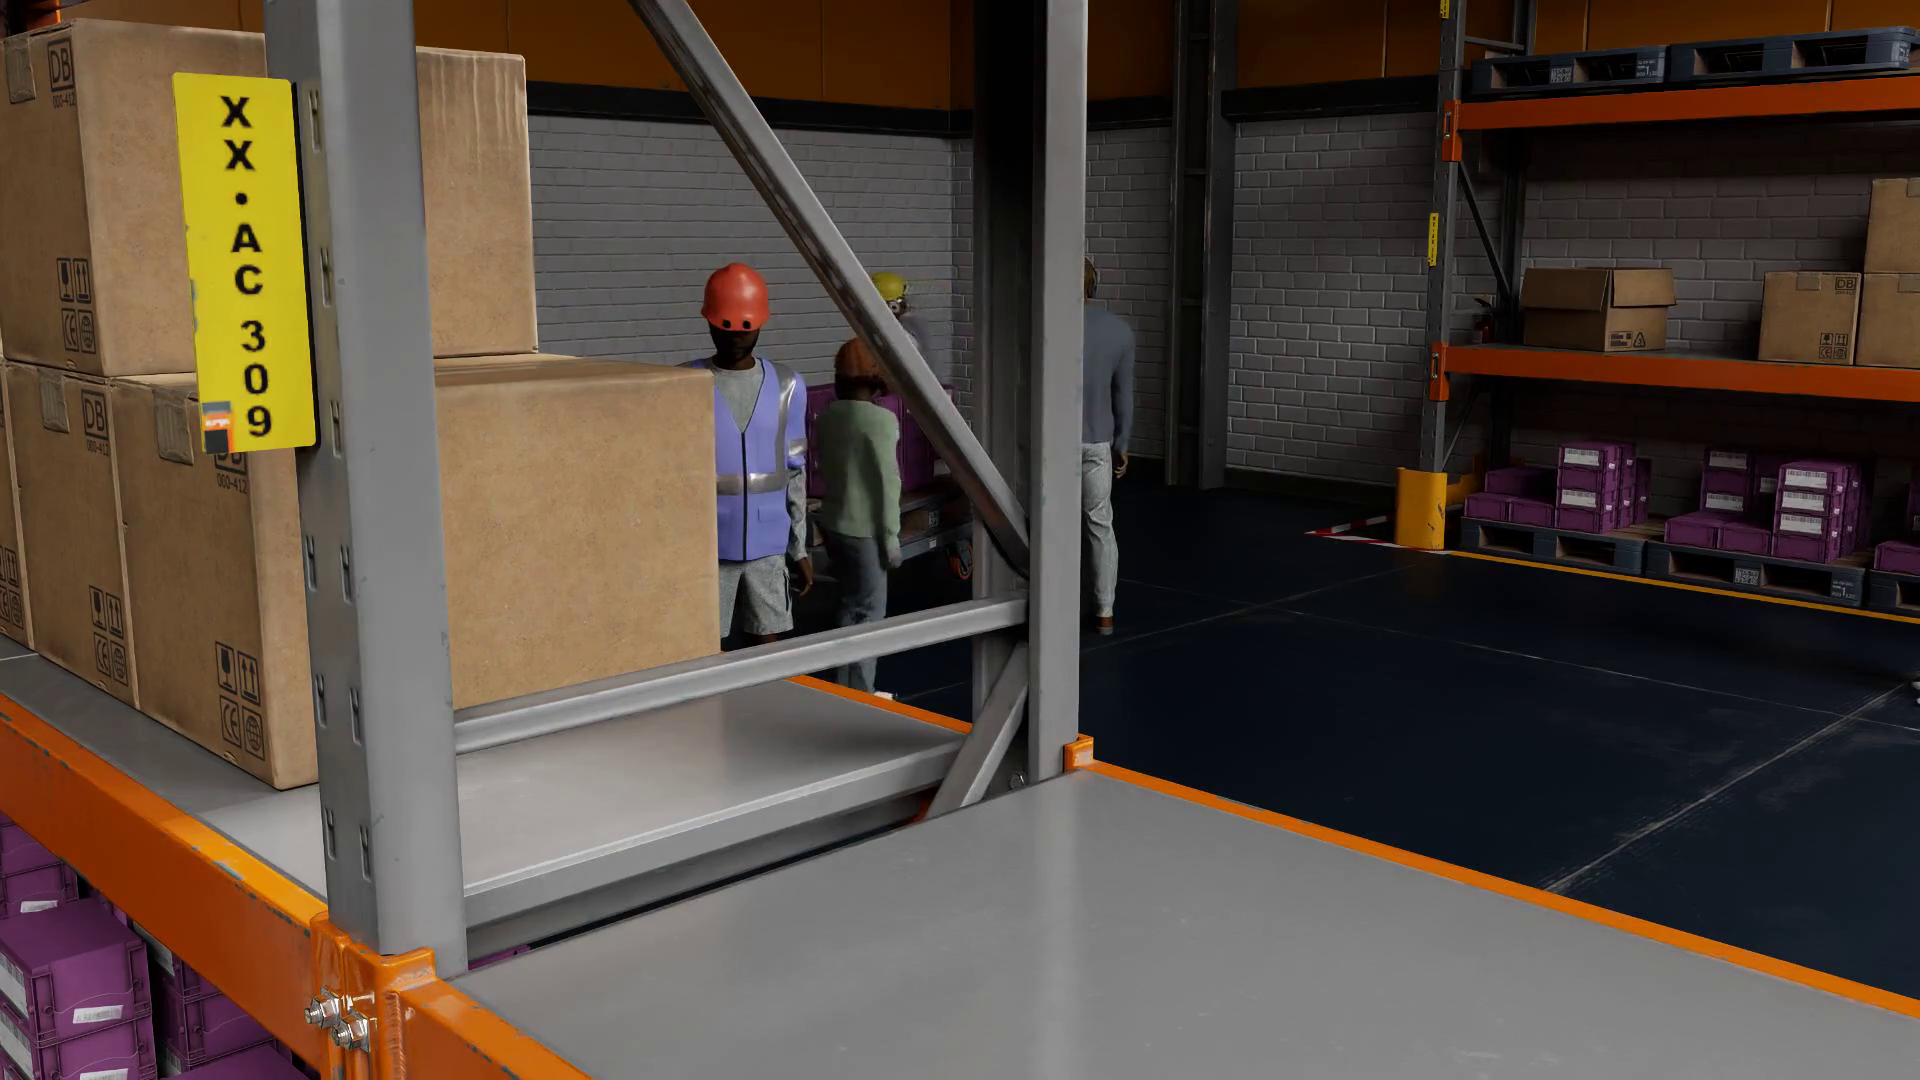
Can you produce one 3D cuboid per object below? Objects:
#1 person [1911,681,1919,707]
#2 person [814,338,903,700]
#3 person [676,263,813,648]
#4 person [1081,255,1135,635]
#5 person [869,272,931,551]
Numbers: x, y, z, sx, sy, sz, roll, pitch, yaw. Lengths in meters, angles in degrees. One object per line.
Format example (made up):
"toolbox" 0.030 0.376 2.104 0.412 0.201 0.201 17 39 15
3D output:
"person" 4.333 -0.220 7.092 0.394 1.921 0.589 5 12 25
"person" -0.384 -0.027 6.892 0.455 1.614 0.527 -8 13 -39
"person" -0.765 0.022 5.737 0.543 1.927 0.375 -4 11 -22
"person" 0.572 -0.468 8.372 0.635 1.937 0.354 -3 11 -18
"person" -0.381 -0.780 10.470 0.474 1.792 0.707 0 10 -1
